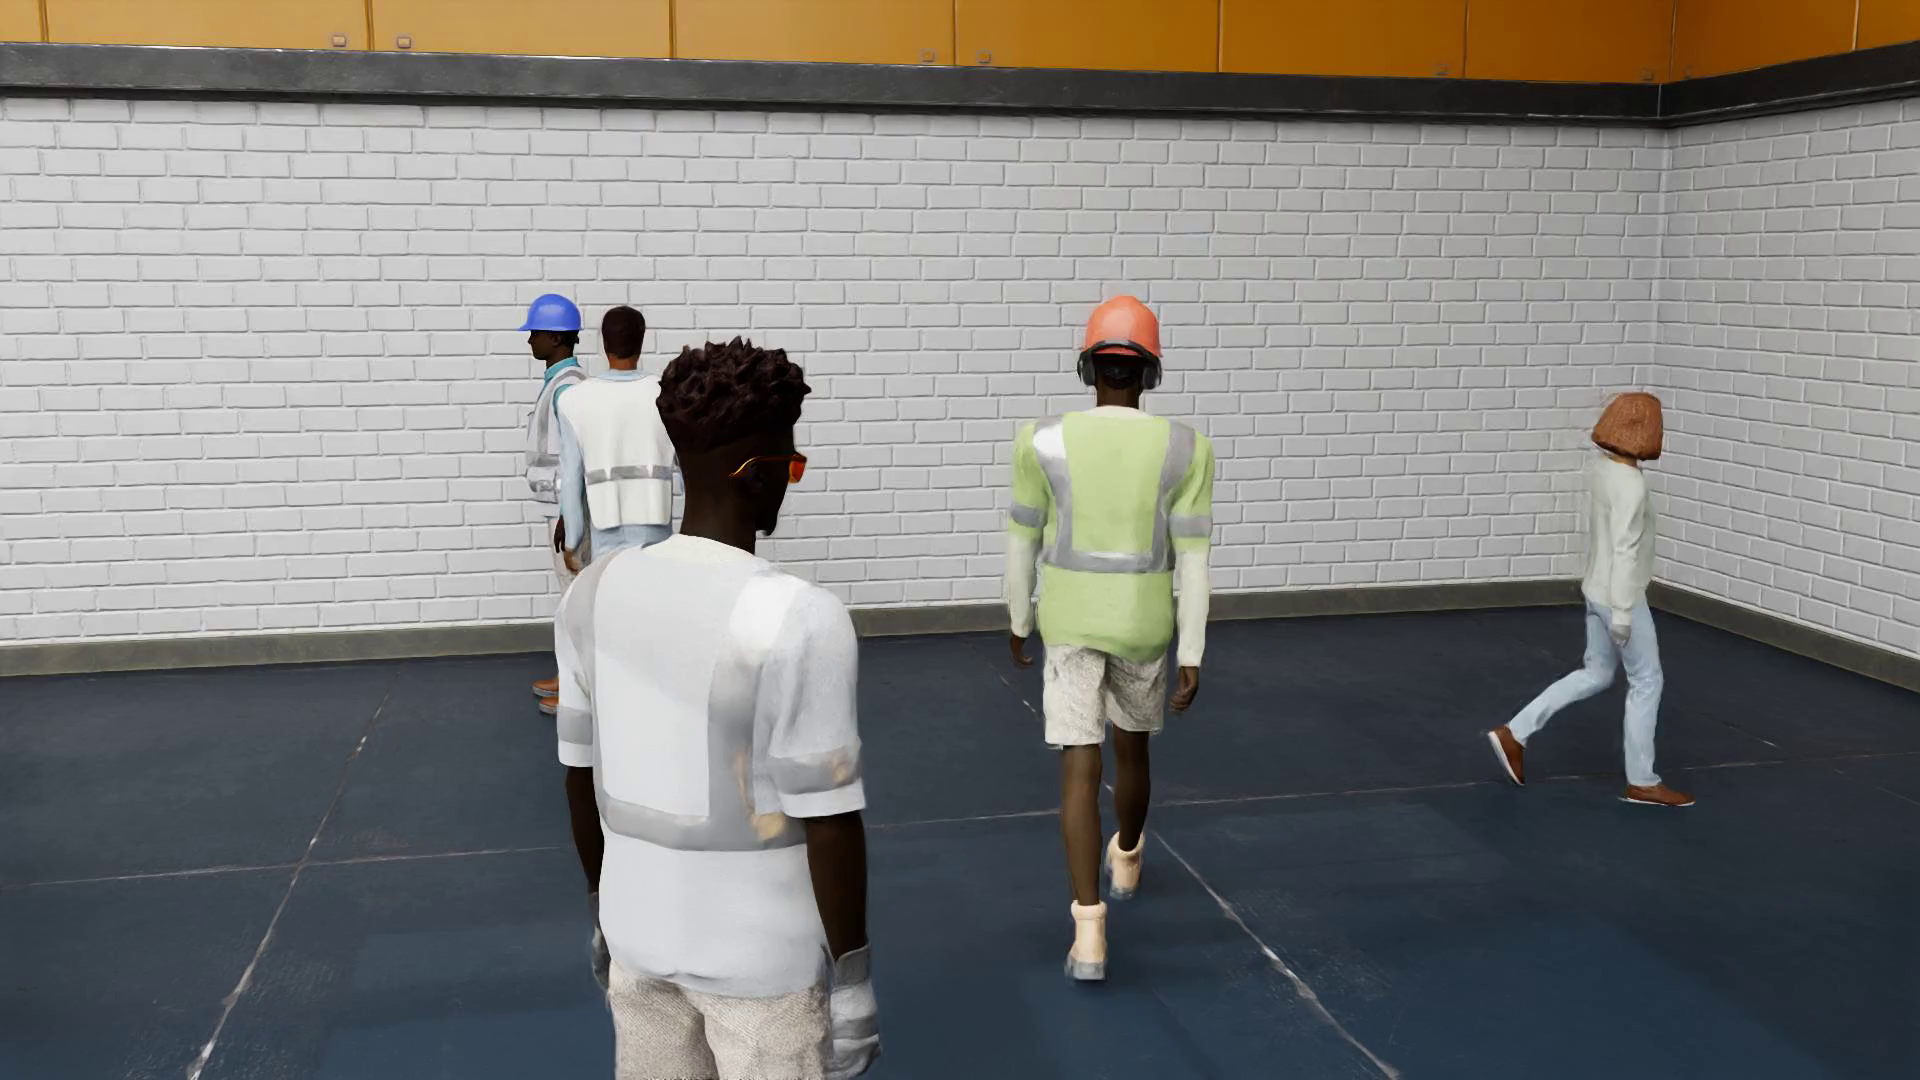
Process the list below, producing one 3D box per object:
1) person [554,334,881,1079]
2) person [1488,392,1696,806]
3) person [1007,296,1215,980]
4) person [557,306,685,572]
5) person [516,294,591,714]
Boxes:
[{"bbox_3d":[-0.387,0.647,2.767,0.612,1.962,0.367,7,11,35],"label":"person"},{"bbox_3d":[2.470,0.226,6.410,0.714,1.605,0.507,1,9,8],"label":"person"},{"bbox_3d":[0.453,0.260,5.087,0.615,1.992,1.069,0,9,1],"label":"person"},{"bbox_3d":[-1.435,-0.062,7.277,0.603,1.913,0.431,-3,10,-19],"label":"person"},{"bbox_3d":[-1.846,-0.170,7.792,0.389,1.949,0.604,-3,10,-16],"label":"person"}]
